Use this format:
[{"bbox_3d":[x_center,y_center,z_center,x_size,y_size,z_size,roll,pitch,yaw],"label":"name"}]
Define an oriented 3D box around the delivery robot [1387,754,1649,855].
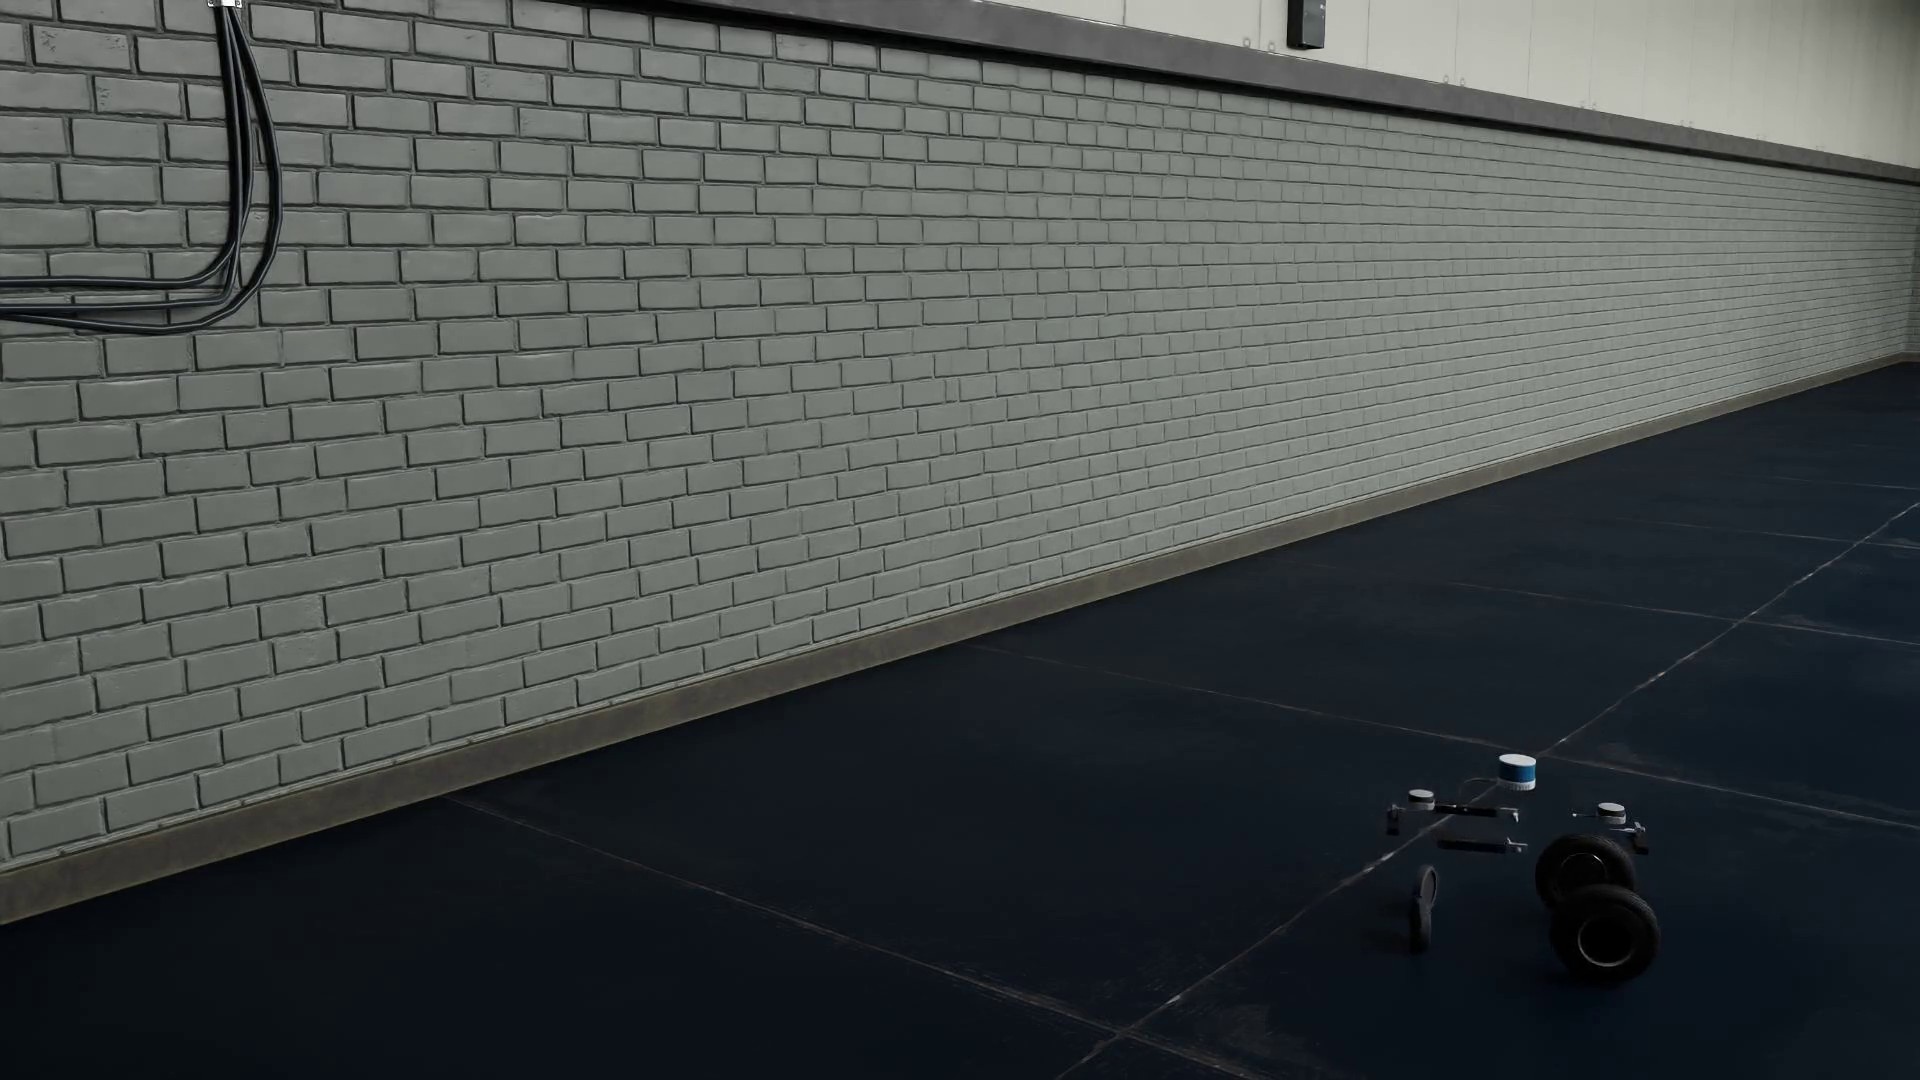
[{"bbox_3d":[1.577,0.730,4.724,0.698,0.223,0.335,2,11,13],"label":"delivery robot"}]
